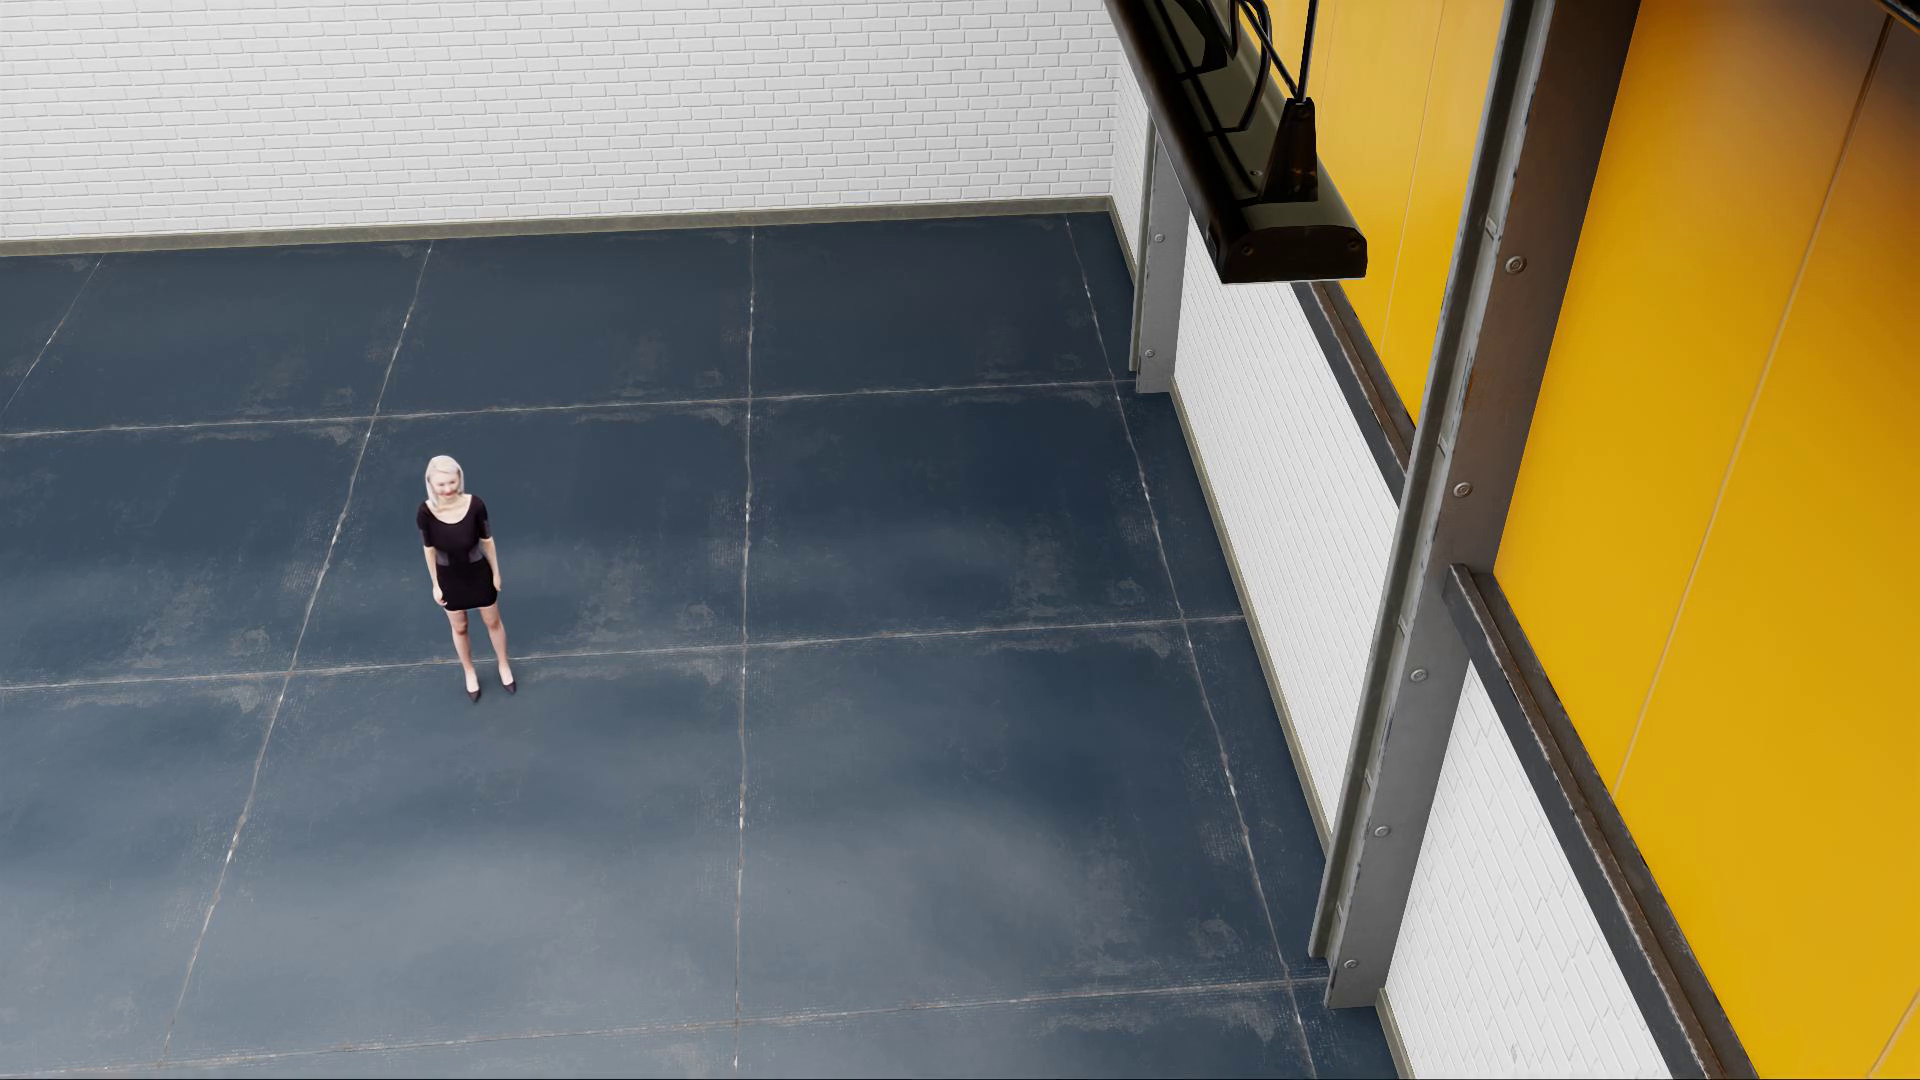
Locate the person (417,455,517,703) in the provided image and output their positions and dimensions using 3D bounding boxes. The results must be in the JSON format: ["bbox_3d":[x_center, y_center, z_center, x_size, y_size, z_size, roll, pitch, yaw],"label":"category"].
[{"bbox_3d":[-3.082,0.233,10.356,0.620,1.832,0.571,-13,41,-16],"label":"person"}]
